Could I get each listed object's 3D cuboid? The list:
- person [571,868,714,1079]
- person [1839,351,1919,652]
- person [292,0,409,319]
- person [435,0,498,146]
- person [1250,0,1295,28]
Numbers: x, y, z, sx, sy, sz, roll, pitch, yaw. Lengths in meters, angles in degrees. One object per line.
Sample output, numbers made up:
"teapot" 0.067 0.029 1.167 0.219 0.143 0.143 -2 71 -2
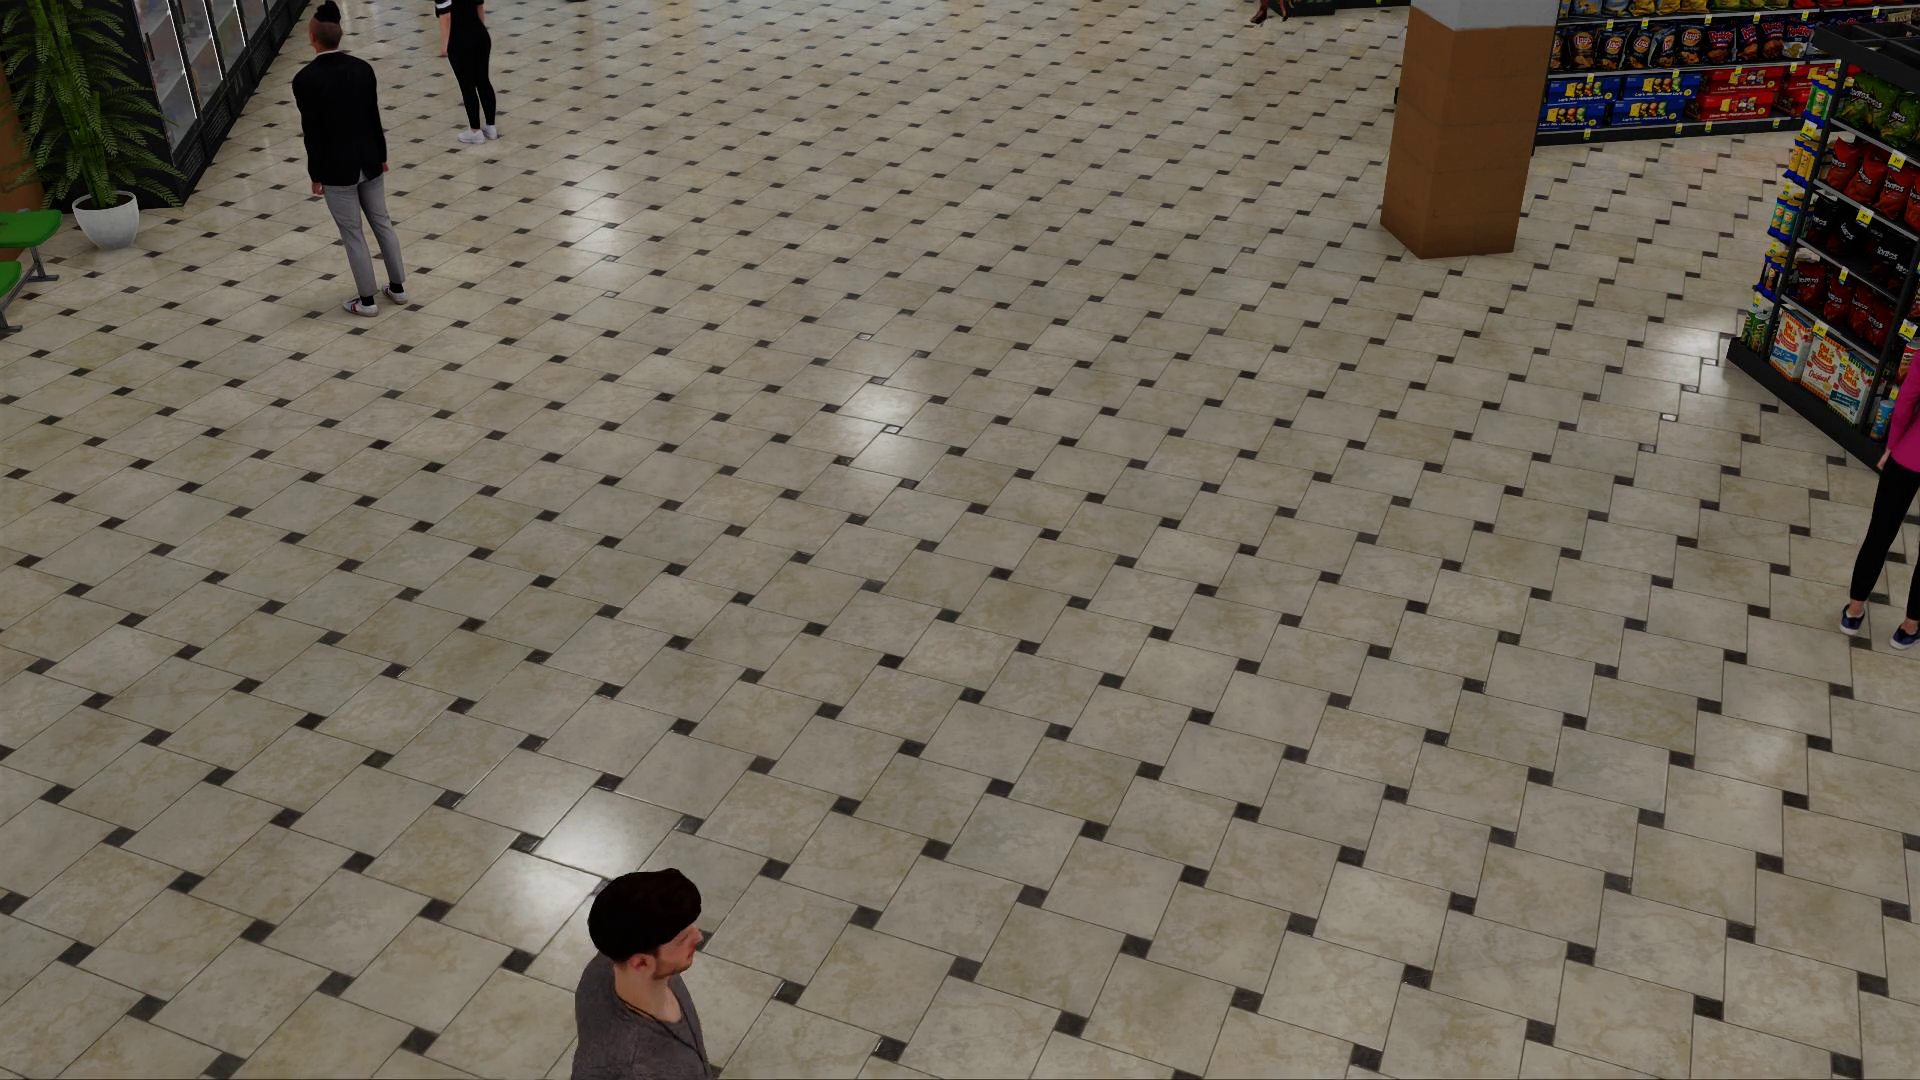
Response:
"person" -0.826 1.565 4.041 0.665 1.886 0.703 -3 32 -5
"person" 4.223 -0.311 7.233 0.684 1.699 0.739 22 38 31
"person" -3.761 -2.343 10.262 0.853 1.950 0.778 22 38 32
"person" -3.914 -3.969 13.168 0.770 1.641 0.708 21 38 30
"person" 3.055 -5.788 15.962 0.887 1.776 0.771 -13 34 -20
